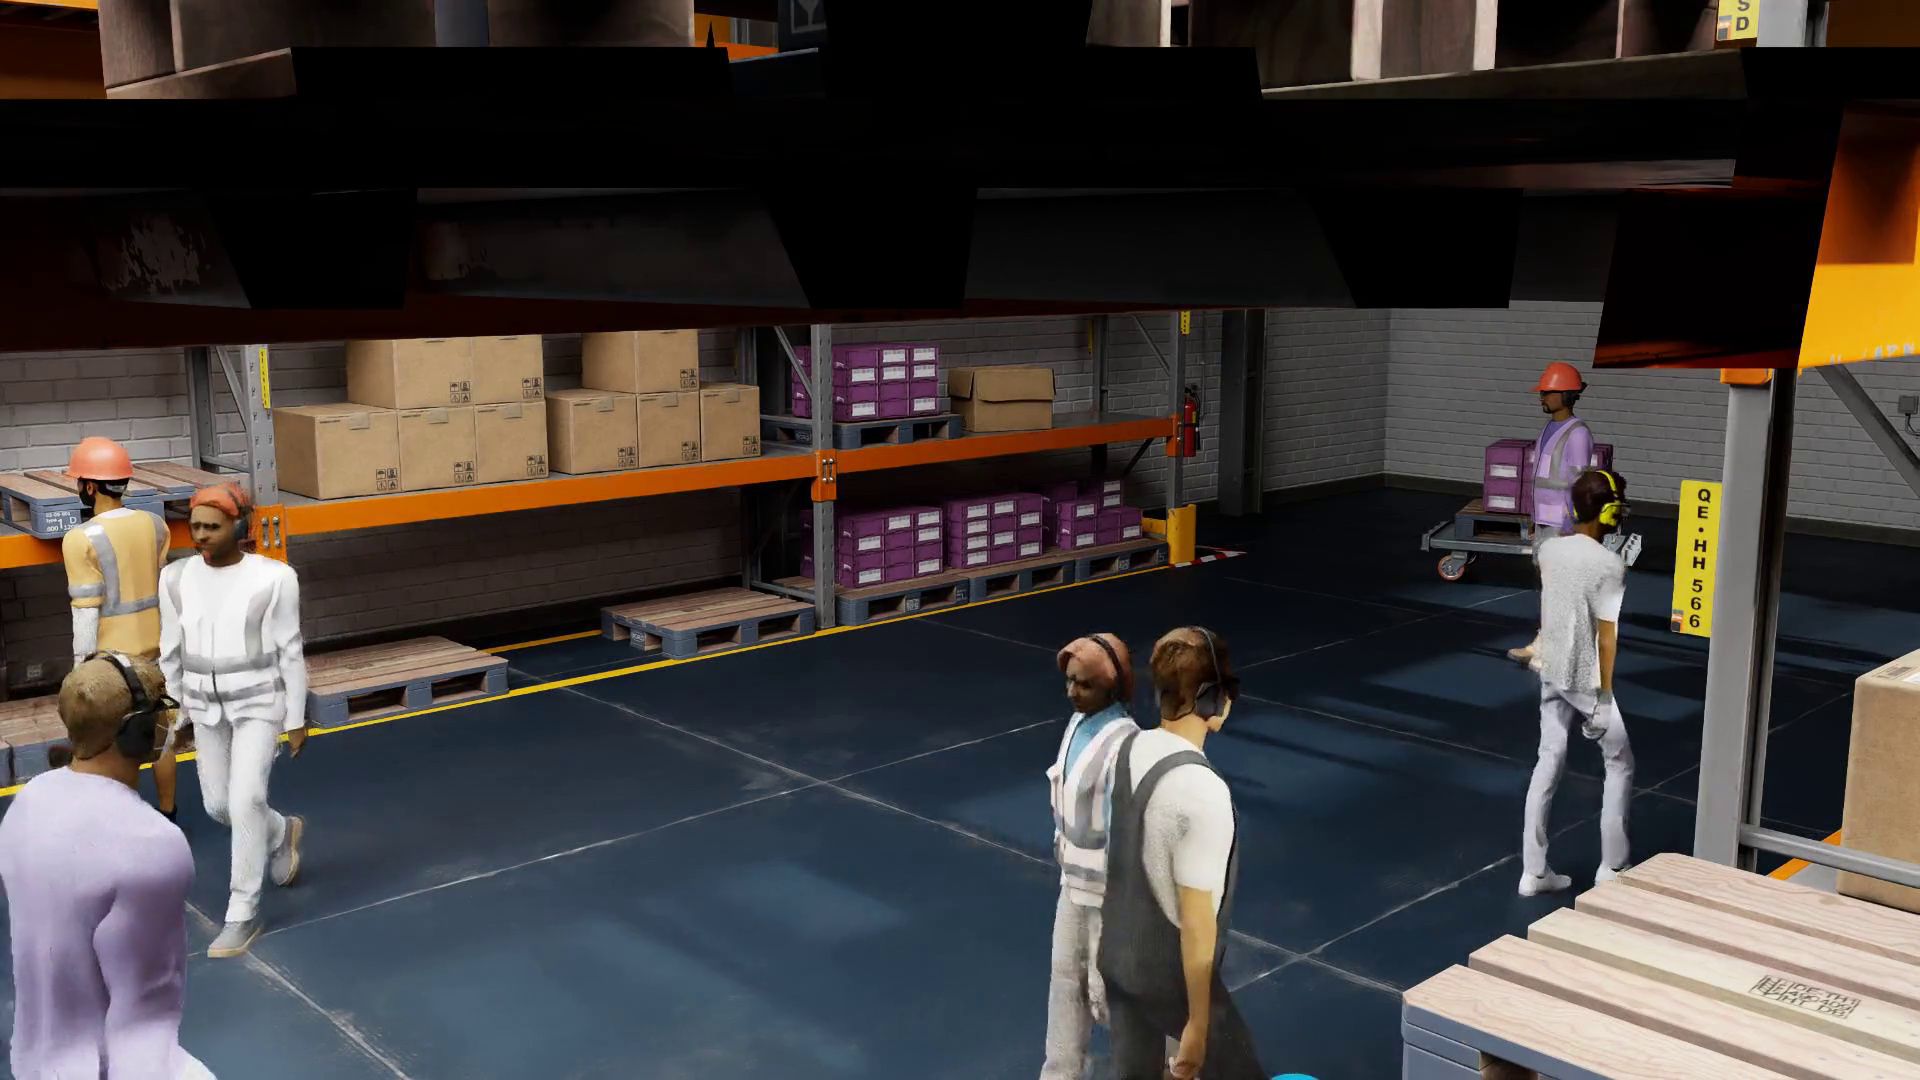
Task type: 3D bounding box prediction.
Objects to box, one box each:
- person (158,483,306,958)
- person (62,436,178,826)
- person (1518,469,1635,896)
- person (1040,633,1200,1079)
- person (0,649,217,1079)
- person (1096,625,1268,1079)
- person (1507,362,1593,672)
[{"bbox_3d":[-2.907,0.673,6.749,0.581,1.858,0.775,1,10,5],"label":"person"},{"bbox_3d":[-3.798,0.500,7.504,0.350,1.942,0.545,3,10,15],"label":"person"},{"bbox_3d":[2.714,0.610,7.151,0.759,1.845,0.537,-5,11,-27],"label":"person"},{"bbox_3d":[0.503,1.063,5.128,0.615,1.619,0.539,-3,10,-15],"label":"person"},{"bbox_3d":[-1.935,1.179,3.730,0.653,1.888,1.054,6,12,33],"label":"person"},{"bbox_3d":[0.627,1.113,4.296,0.799,1.806,0.508,-5,11,-27],"label":"person"},{"bbox_3d":[3.922,-0.148,10.999,0.371,2.044,0.608,-1,10,-4],"label":"person"}]
